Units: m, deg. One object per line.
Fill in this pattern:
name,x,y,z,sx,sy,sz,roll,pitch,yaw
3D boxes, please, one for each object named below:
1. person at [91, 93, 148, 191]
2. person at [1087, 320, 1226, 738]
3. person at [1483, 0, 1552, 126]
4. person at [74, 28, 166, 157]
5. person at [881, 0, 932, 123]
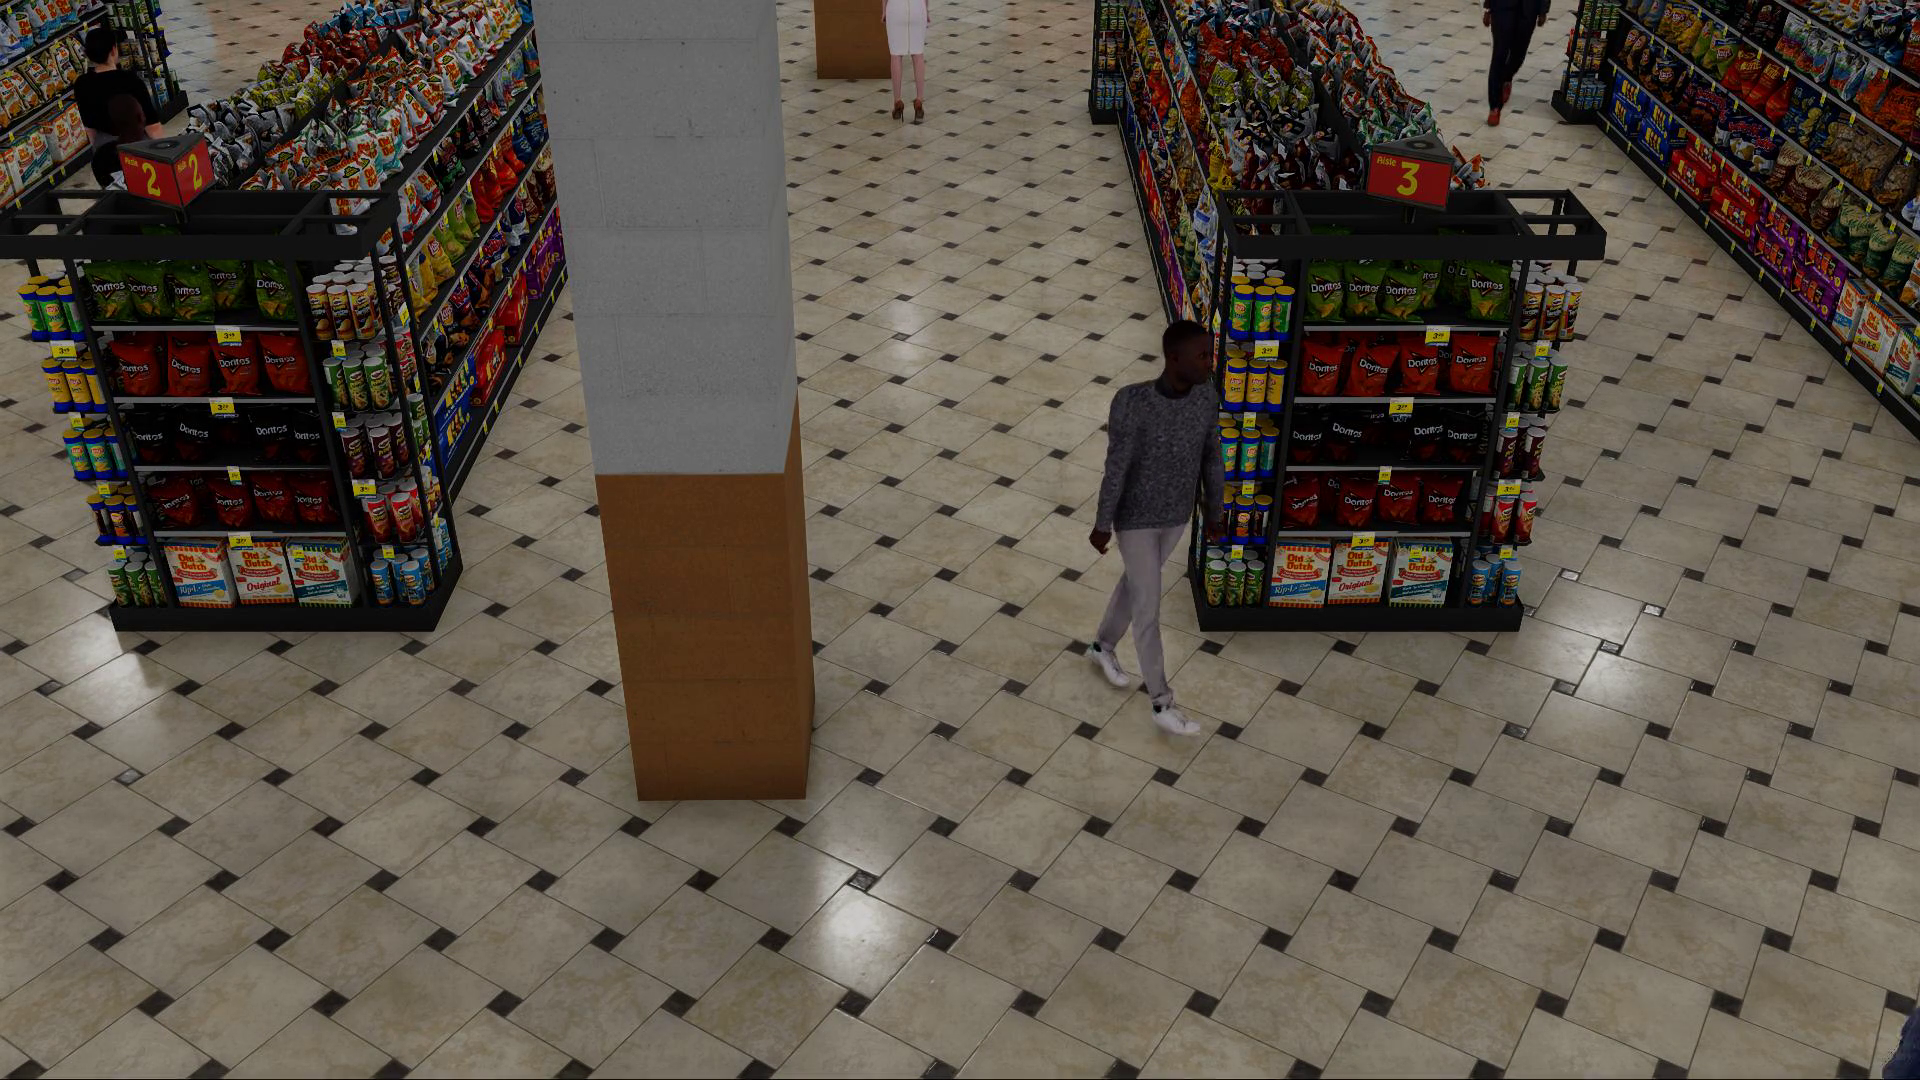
person,-4.590,-1.601,9.501,0.661,1.792,0.936,0,32,1
person,0.759,-0.128,7.122,1.064,1.803,1.197,-18,36,-27
person,4.737,-4.533,14.211,0.840,1.795,1.228,5,32,8
person,-5.442,-2.471,10.932,0.678,1.757,0.635,3,32,5
person,-0.463,-4.447,14.074,0.590,1.793,0.499,-3,32,-5
